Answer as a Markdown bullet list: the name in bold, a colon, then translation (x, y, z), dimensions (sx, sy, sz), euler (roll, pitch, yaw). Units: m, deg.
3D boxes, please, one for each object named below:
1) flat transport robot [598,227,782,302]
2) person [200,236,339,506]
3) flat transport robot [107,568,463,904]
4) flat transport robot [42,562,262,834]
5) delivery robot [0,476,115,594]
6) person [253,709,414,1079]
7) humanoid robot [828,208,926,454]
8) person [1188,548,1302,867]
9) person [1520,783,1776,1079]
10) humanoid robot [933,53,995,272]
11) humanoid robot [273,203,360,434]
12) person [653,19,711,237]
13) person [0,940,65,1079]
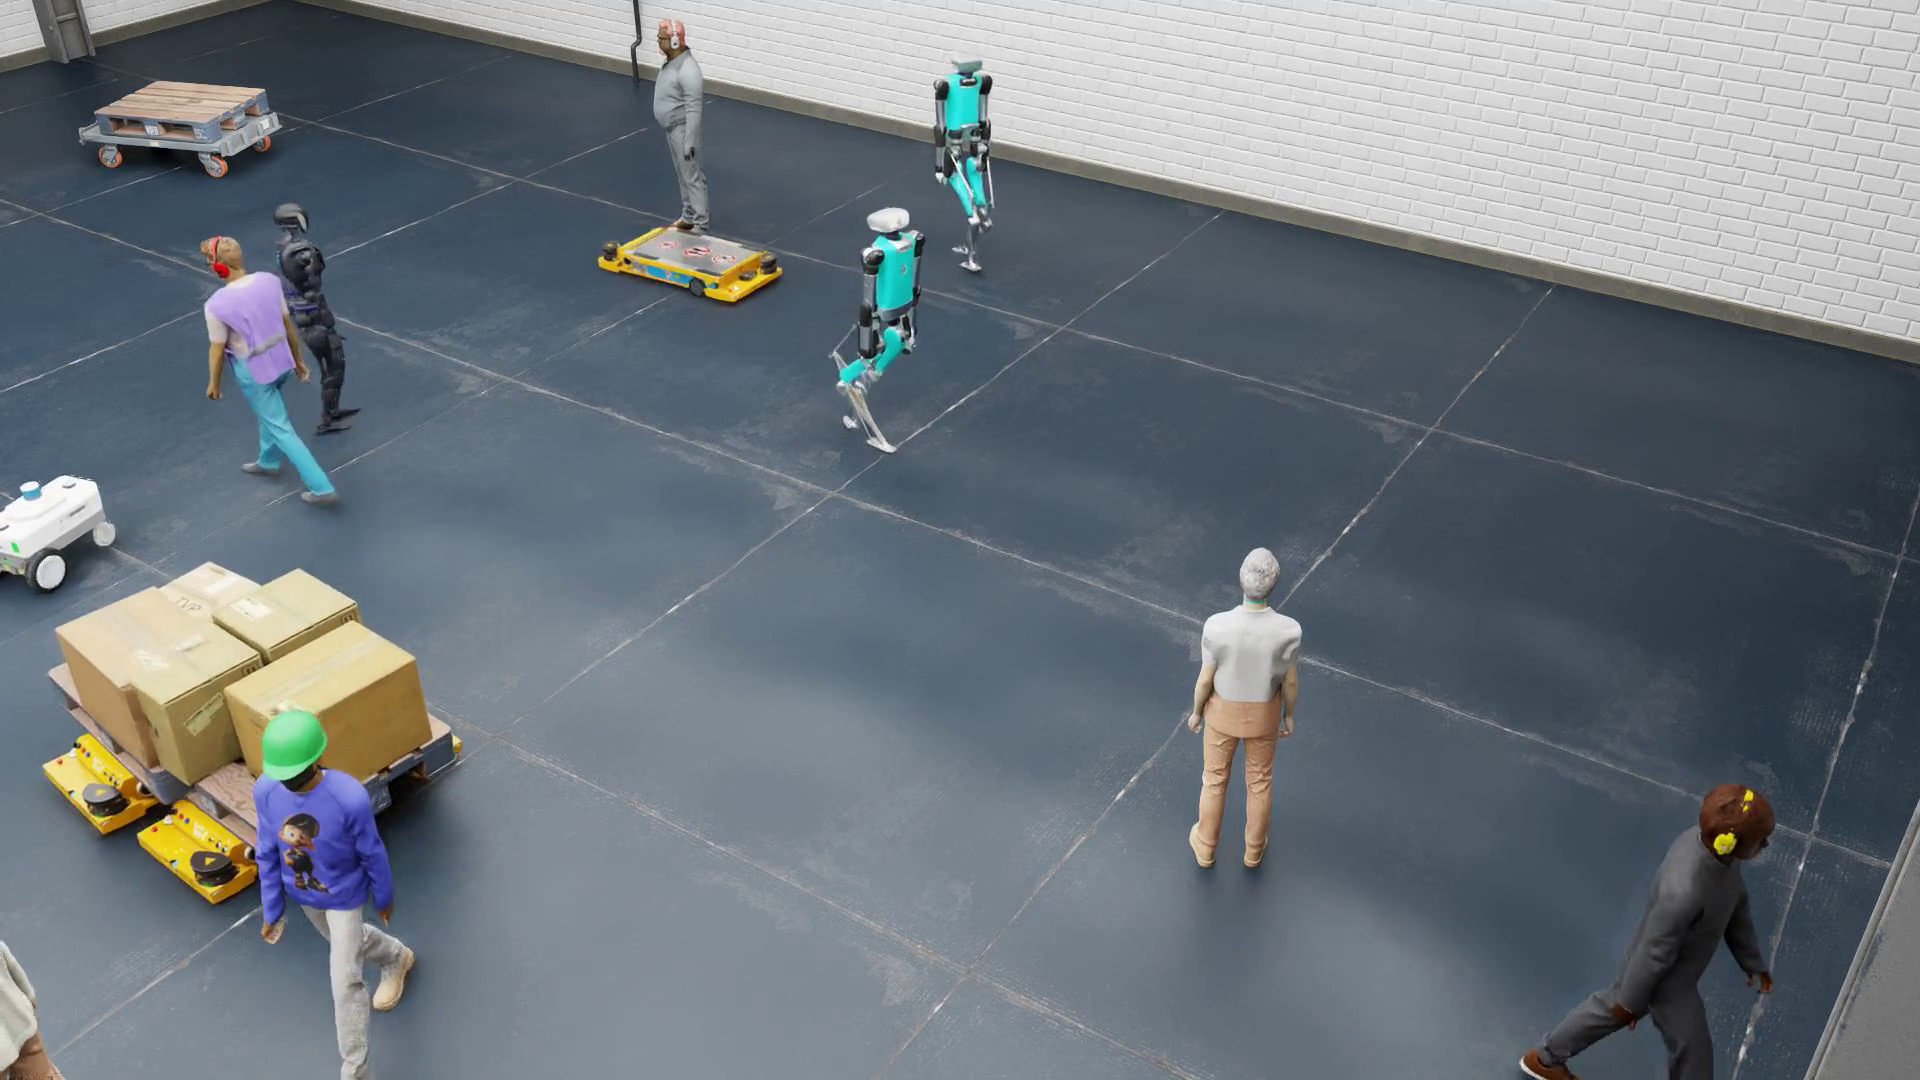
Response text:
- **flat transport robot**: translation (-2.255, -2.315, 13.859), dimensions (1.431, 0.231, 0.659), euler (18, 37, 25)
- **person**: translation (-4.408, -1.063, 10.518), dimensions (0.928, 1.799, 0.556), euler (10, 34, 16)
- **flat transport robot**: translation (-3.293, 1.226, 8.349), dimensions (0.659, 0.231, 1.431), euler (23, 39, 31)
- **flat transport robot**: translation (-3.960, 0.977, 8.736), dimensions (0.659, 0.231, 1.431), euler (26, 41, 34)
- **delivery robot**: translation (-5.573, -0.052, 10.090), dimensions (0.499, 0.614, 0.815), euler (11, 34, 17)
- **person**: translation (-2.507, 1.395, 6.651), dimensions (0.466, 1.841, 0.924), euler (8, 34, 12)
- **humanoid robot**: translation (-0.651, -1.372, 11.116), dimensions (0.815, 1.872, 0.547), euler (24, 40, 33)
- **person**: translation (1.305, 0.791, 7.658), dimensions (0.491, 1.746, 0.313), euler (2, 33, 3)
- **person**: translation (2.740, 1.629, 6.291), dimensions (1.023, 1.811, 0.493), euler (18, 37, 26)
- **humanoid robot**: translation (0.142, -3.025, 13.641), dimensions (0.553, 1.782, 0.845), euler (-19, 37, -27)
- **humanoid robot**: translation (-4.367, -1.506, 11.296), dimensions (0.446, 1.649, 0.595), euler (-20, 38, -28)
- **person**: translation (-2.378, -3.462, 14.128), dimensions (0.409, 1.910, 0.636), euler (-13, 35, -19)
- **person**: translation (-3.583, 1.854, 6.081), dimensions (0.434, 1.660, 0.545), euler (5, 33, 7)
